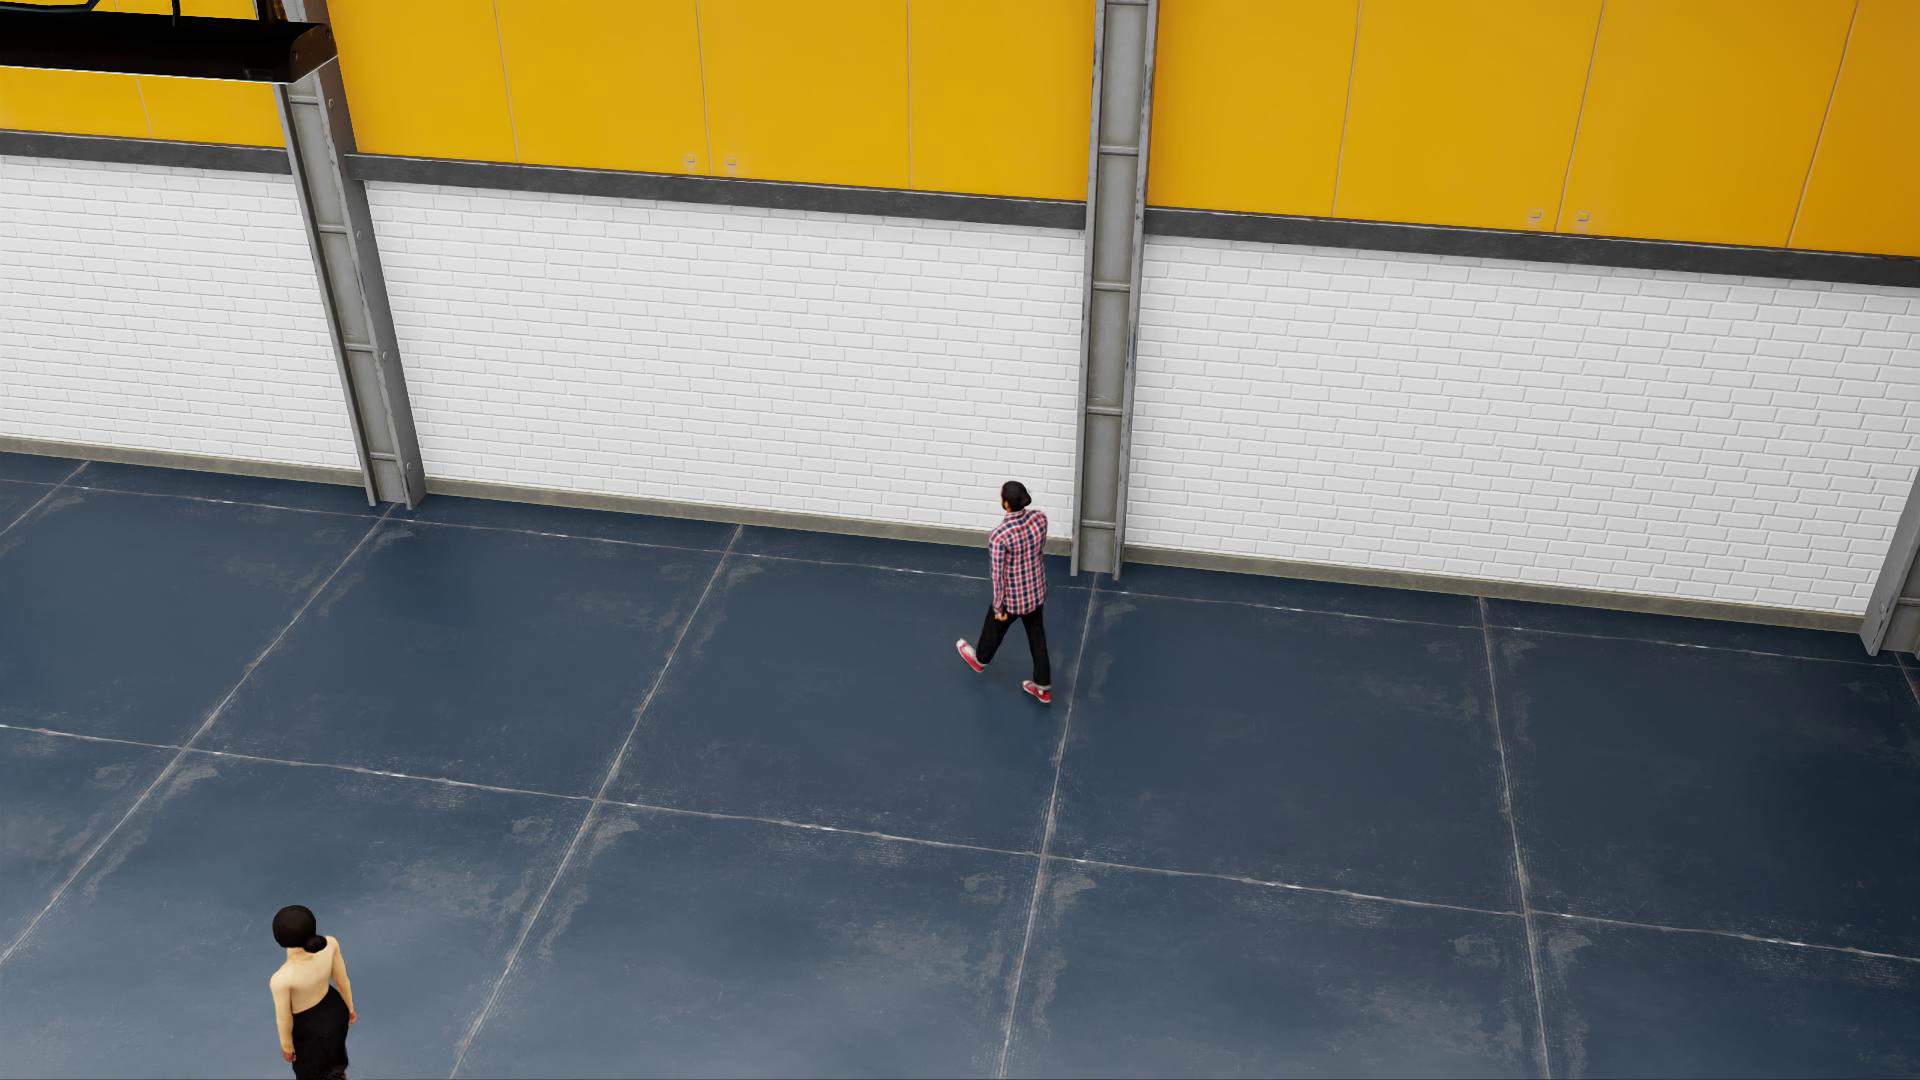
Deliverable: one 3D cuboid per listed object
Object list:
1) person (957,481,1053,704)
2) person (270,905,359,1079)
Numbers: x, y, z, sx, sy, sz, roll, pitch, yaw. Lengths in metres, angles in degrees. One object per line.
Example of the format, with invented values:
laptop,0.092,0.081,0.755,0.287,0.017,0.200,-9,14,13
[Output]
person,0.465,0.392,11.544,1.117,1.734,1.188,-22,39,-29
person,-3.194,2.520,8.435,0.935,1.632,0.710,15,37,22
